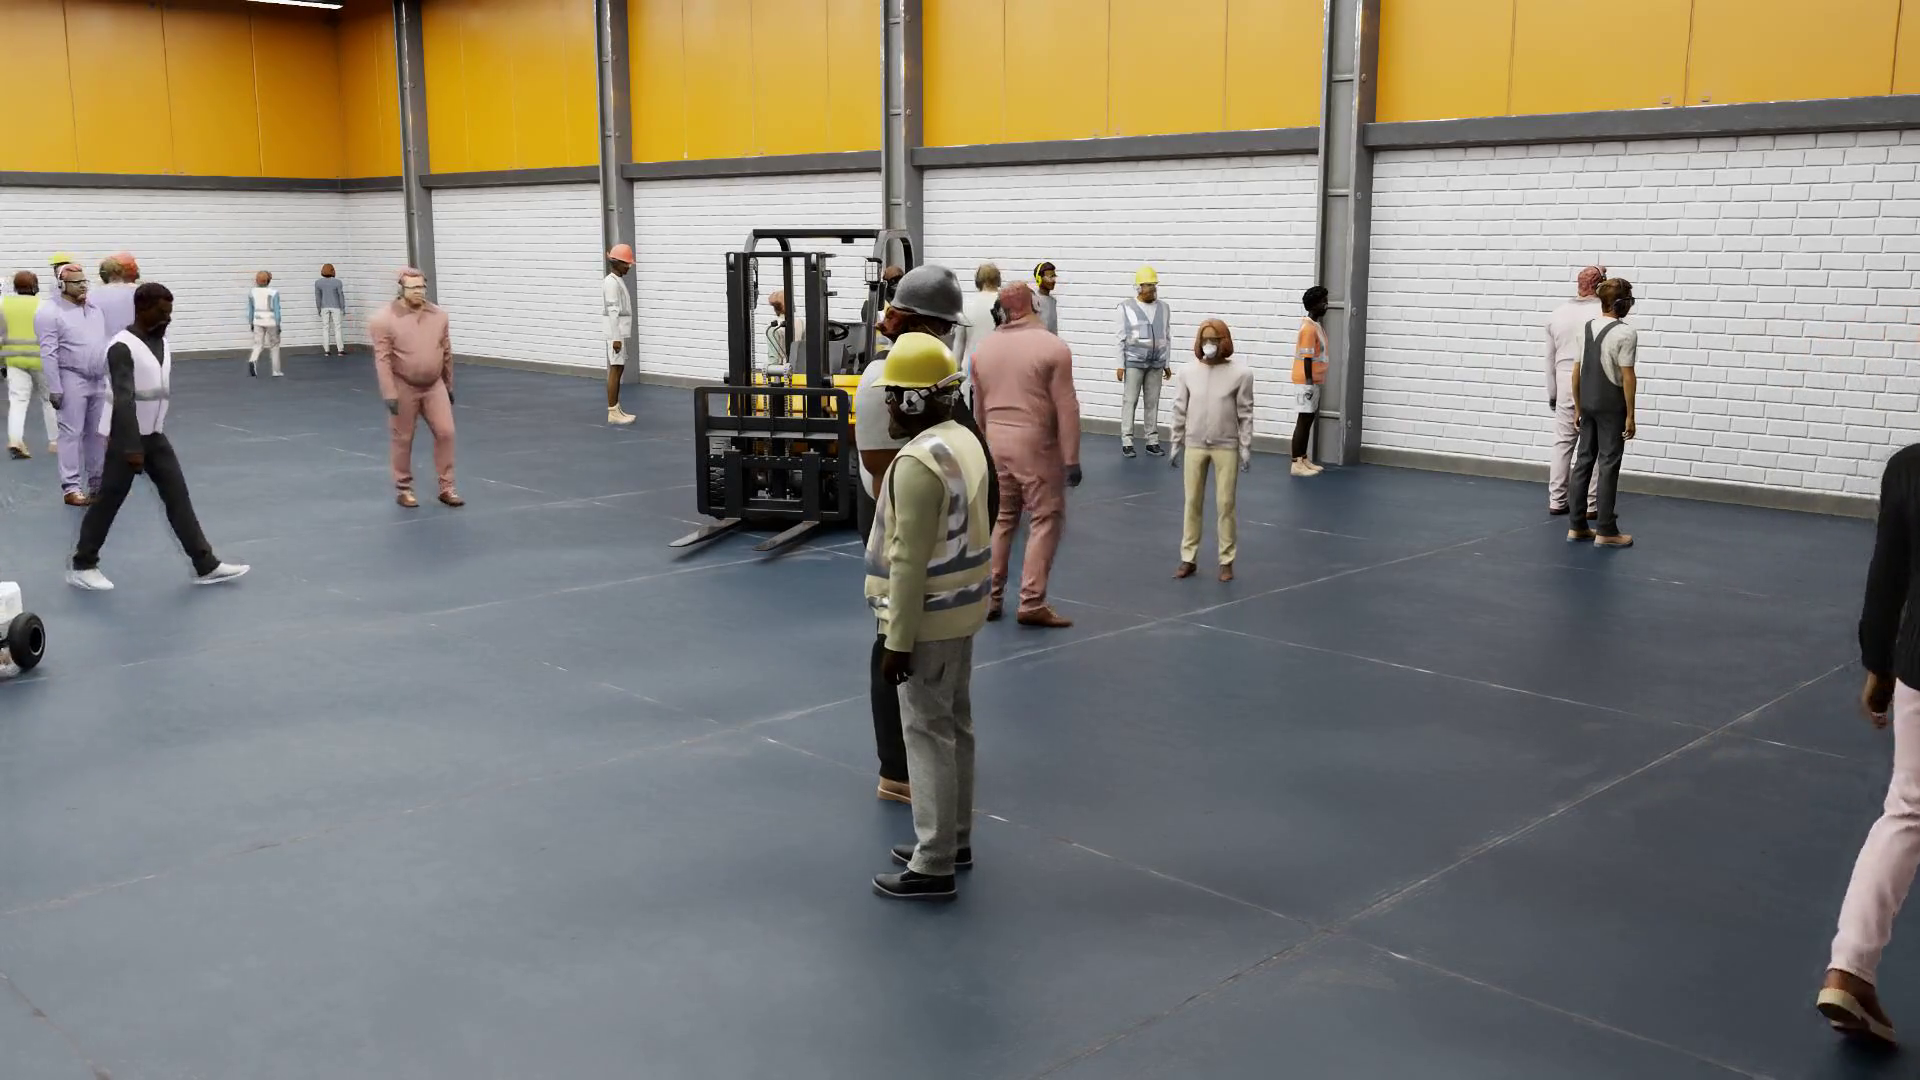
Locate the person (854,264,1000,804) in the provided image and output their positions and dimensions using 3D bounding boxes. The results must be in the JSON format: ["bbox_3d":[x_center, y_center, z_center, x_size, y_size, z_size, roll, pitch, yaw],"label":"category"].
[{"bbox_3d":[-0.115,-0.035,6.337,0.536,2.000,0.676,2,11,11],"label":"person"}]

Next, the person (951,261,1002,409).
[{"bbox_3d":[0.256,-1.436,14.353,0.635,1.913,0.831,-2,11,-11],"label":"person"}]

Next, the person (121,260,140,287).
[{"bbox_3d":[-9.667,-2.340,19.436,0.584,1.852,0.884,-5,12,-26],"label":"person"}]

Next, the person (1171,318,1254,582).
[{"bbox_3d":[1.551,-0.556,10.286,0.507,1.631,0.268,4,11,21],"label":"person"}]

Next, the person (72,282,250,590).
[{"bbox_3d":[-4.940,-0.619,10.044,1.043,1.850,0.662,0,10,1],"label":"person"}]

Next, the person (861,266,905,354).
[{"bbox_3d":[-0.628,-1.686,15.883,0.632,1.842,0.429,-5,12,-26],"label":"person"}]

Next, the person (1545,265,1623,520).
[{"bbox_3d":[4.729,-1.108,12.553,0.408,1.909,0.638,-8,13,-36],"label":"person"}]

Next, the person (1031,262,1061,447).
[{"bbox_3d":[0.832,-1.796,16.403,0.328,1.873,0.519,7,12,33],"label":"person"}]

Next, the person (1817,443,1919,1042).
[{"bbox_3d":[2.652,0.368,4.375,0.963,1.962,0.624,-8,13,-37],"label":"person"}]

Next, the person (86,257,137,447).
[{"bbox_3d":[-8.280,-1.824,16.447,0.661,1.913,0.804,-7,12,-33],"label":"person"}]

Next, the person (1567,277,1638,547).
[{"bbox_3d":[4.436,-0.875,11.449,0.325,1.843,0.517,-5,12,-25],"label":"person"}]

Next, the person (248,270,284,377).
[{"bbox_3d":[-10.424,-3.229,24.894,0.523,1.616,0.658,1,10,6],"label":"person"}]

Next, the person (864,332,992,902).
[{"bbox_3d":[-0.107,0.247,5.390,0.403,1.827,0.588,3,11,15],"label":"person"}]

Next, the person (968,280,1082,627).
[{"bbox_3d":[0.363,-0.459,9.090,0.701,1.893,0.412,9,14,41],"label":"person"}]

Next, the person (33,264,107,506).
[{"bbox_3d":[-6.987,-1.234,13.241,0.409,1.907,0.651,3,11,14],"label":"person"}]

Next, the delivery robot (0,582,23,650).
[{"bbox_3d":[-4.792,0.369,7.932,0.477,0.478,0.707,-1,10,-5],"label":"delivery robot"}]

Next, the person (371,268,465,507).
[{"bbox_3d":[-4.195,-1.162,12.945,0.674,1.874,0.778,-10,14,-43],"label":"person"}]

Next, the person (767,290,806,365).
[{"bbox_3d":[-1.578,-1.450,15.146,0.311,1.640,0.514,6,12,31],"label":"person"}]

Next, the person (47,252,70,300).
[{"bbox_3d":[-12.273,-2.973,22.738,0.799,1.893,0.615,4,11,19],"label":"person"}]

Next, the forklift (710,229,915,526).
[{"bbox_3d":[-1.050,-1.319,12.920,1.214,2.155,2.313,2,11,13],"label":"forklift"}]

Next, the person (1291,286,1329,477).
[{"bbox_3d":[3.112,-1.408,14.785,0.320,1.689,0.529,3,11,17],"label":"person"}]

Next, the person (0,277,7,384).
[{"bbox_3d":[-14.111,-3.202,24.111,0.584,1.862,0.836,-6,12,-31],"label":"person"}]

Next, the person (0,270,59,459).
[{"bbox_3d":[-8.993,-1.700,16.061,0.622,1.813,0.910,-2,11,-12],"label":"person"}]

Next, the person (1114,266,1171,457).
[{"bbox_3d":[1.781,-1.718,16.077,0.600,1.832,0.403,-4,11,-20],"label":"person"}]

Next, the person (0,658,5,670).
[{"bbox_3d":[-5.057,-0.210,7.956,0.965,1.810,0.565,3,11,16],"label":"person"}]

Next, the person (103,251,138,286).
[{"bbox_3d":[-11.183,-2.912,22.348,0.563,1.918,0.389,5,12,27],"label":"person"}]

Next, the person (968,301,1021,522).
[{"bbox_3d":[0.321,-0.901,12.172,0.555,1.623,0.707,-2,11,-10],"label":"person"}]

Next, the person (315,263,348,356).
[{"bbox_3d":[-11.187,-4.094,29.575,0.499,1.634,0.279,0,10,-2],"label":"person"}]

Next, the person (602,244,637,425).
[{"bbox_3d":[-3.842,-2.327,18.863,0.403,2.029,0.613,-1,10,-6],"label":"person"}]
